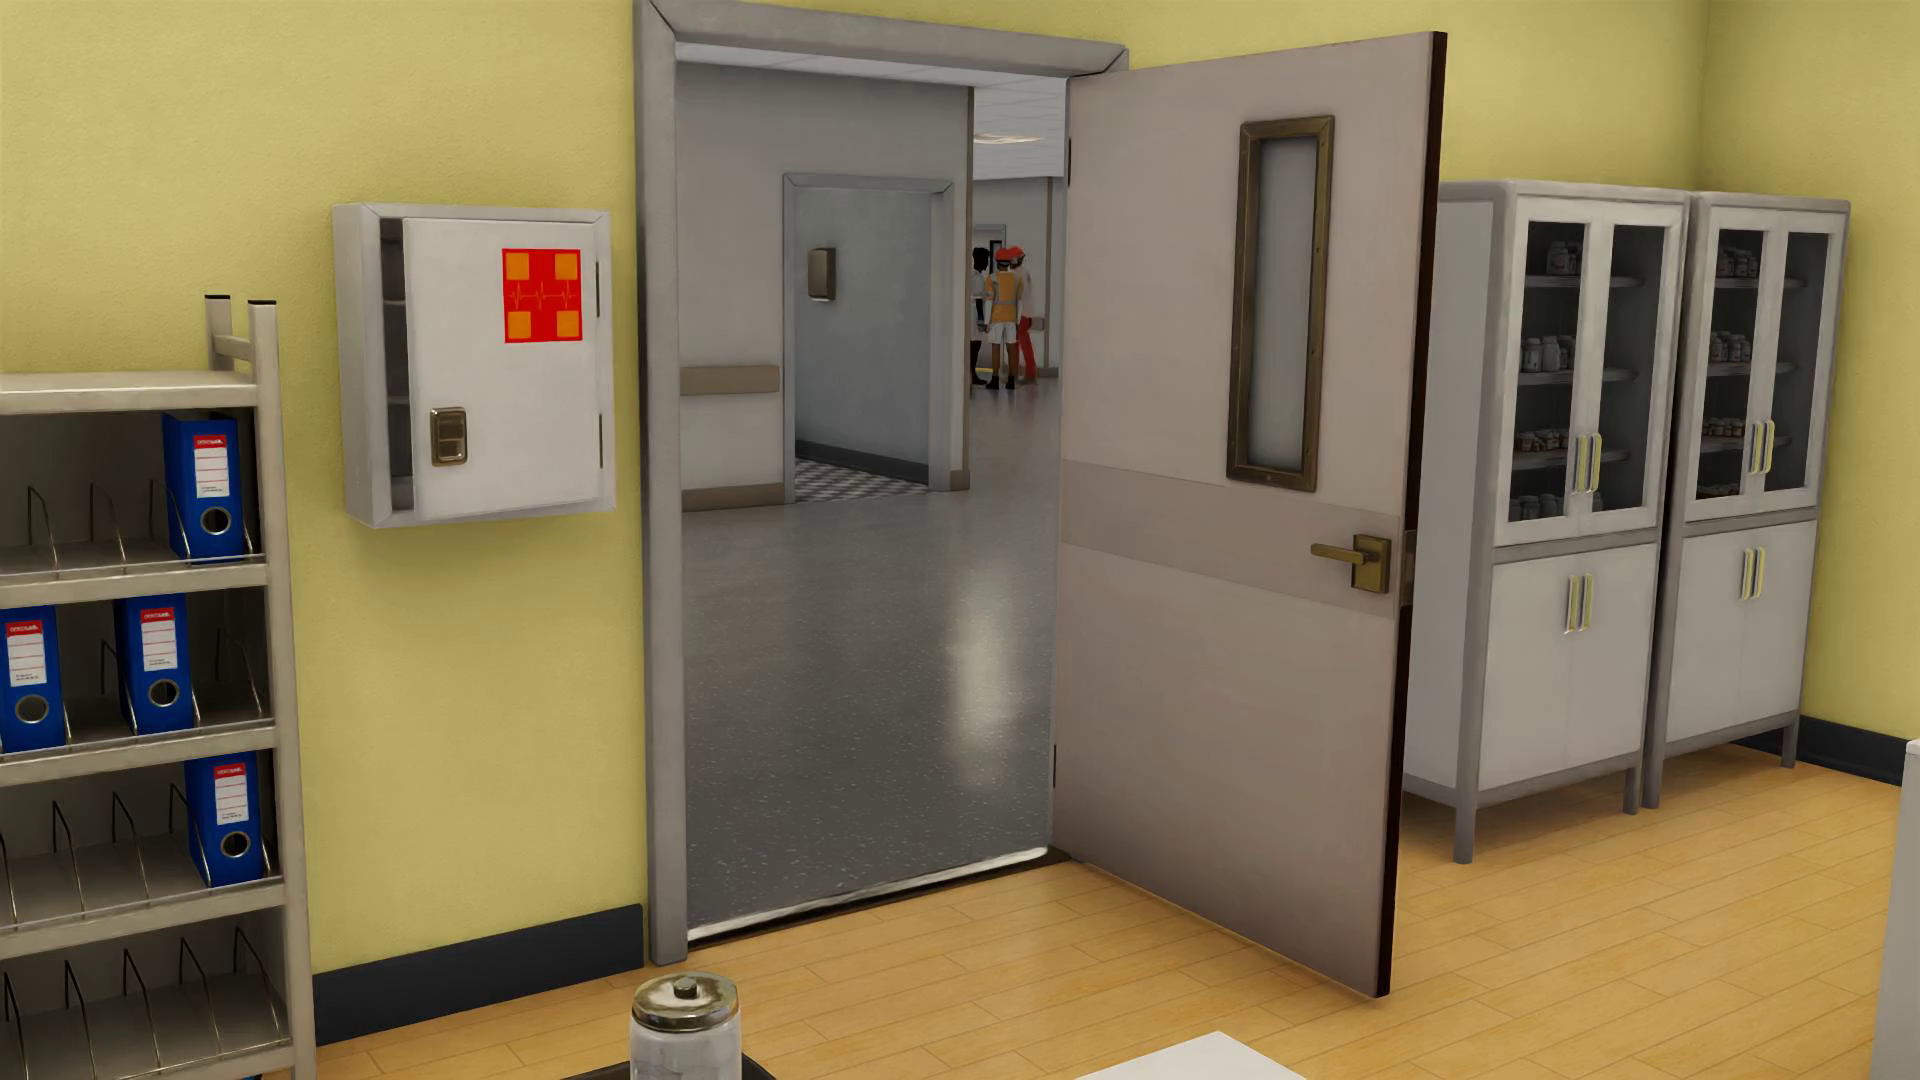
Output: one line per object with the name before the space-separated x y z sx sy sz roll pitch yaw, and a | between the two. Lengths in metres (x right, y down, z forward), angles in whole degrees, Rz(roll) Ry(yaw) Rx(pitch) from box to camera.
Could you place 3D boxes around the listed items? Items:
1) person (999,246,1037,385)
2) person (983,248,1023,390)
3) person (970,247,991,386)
person | 0.792 -3.191 23.721 0.779 1.956 0.659 4 10 19
person | 0.576 -3.029 22.815 0.552 1.937 0.356 -3 10 -22
person | 0.233 -3.137 23.396 0.387 1.954 0.610 -1 10 -12
